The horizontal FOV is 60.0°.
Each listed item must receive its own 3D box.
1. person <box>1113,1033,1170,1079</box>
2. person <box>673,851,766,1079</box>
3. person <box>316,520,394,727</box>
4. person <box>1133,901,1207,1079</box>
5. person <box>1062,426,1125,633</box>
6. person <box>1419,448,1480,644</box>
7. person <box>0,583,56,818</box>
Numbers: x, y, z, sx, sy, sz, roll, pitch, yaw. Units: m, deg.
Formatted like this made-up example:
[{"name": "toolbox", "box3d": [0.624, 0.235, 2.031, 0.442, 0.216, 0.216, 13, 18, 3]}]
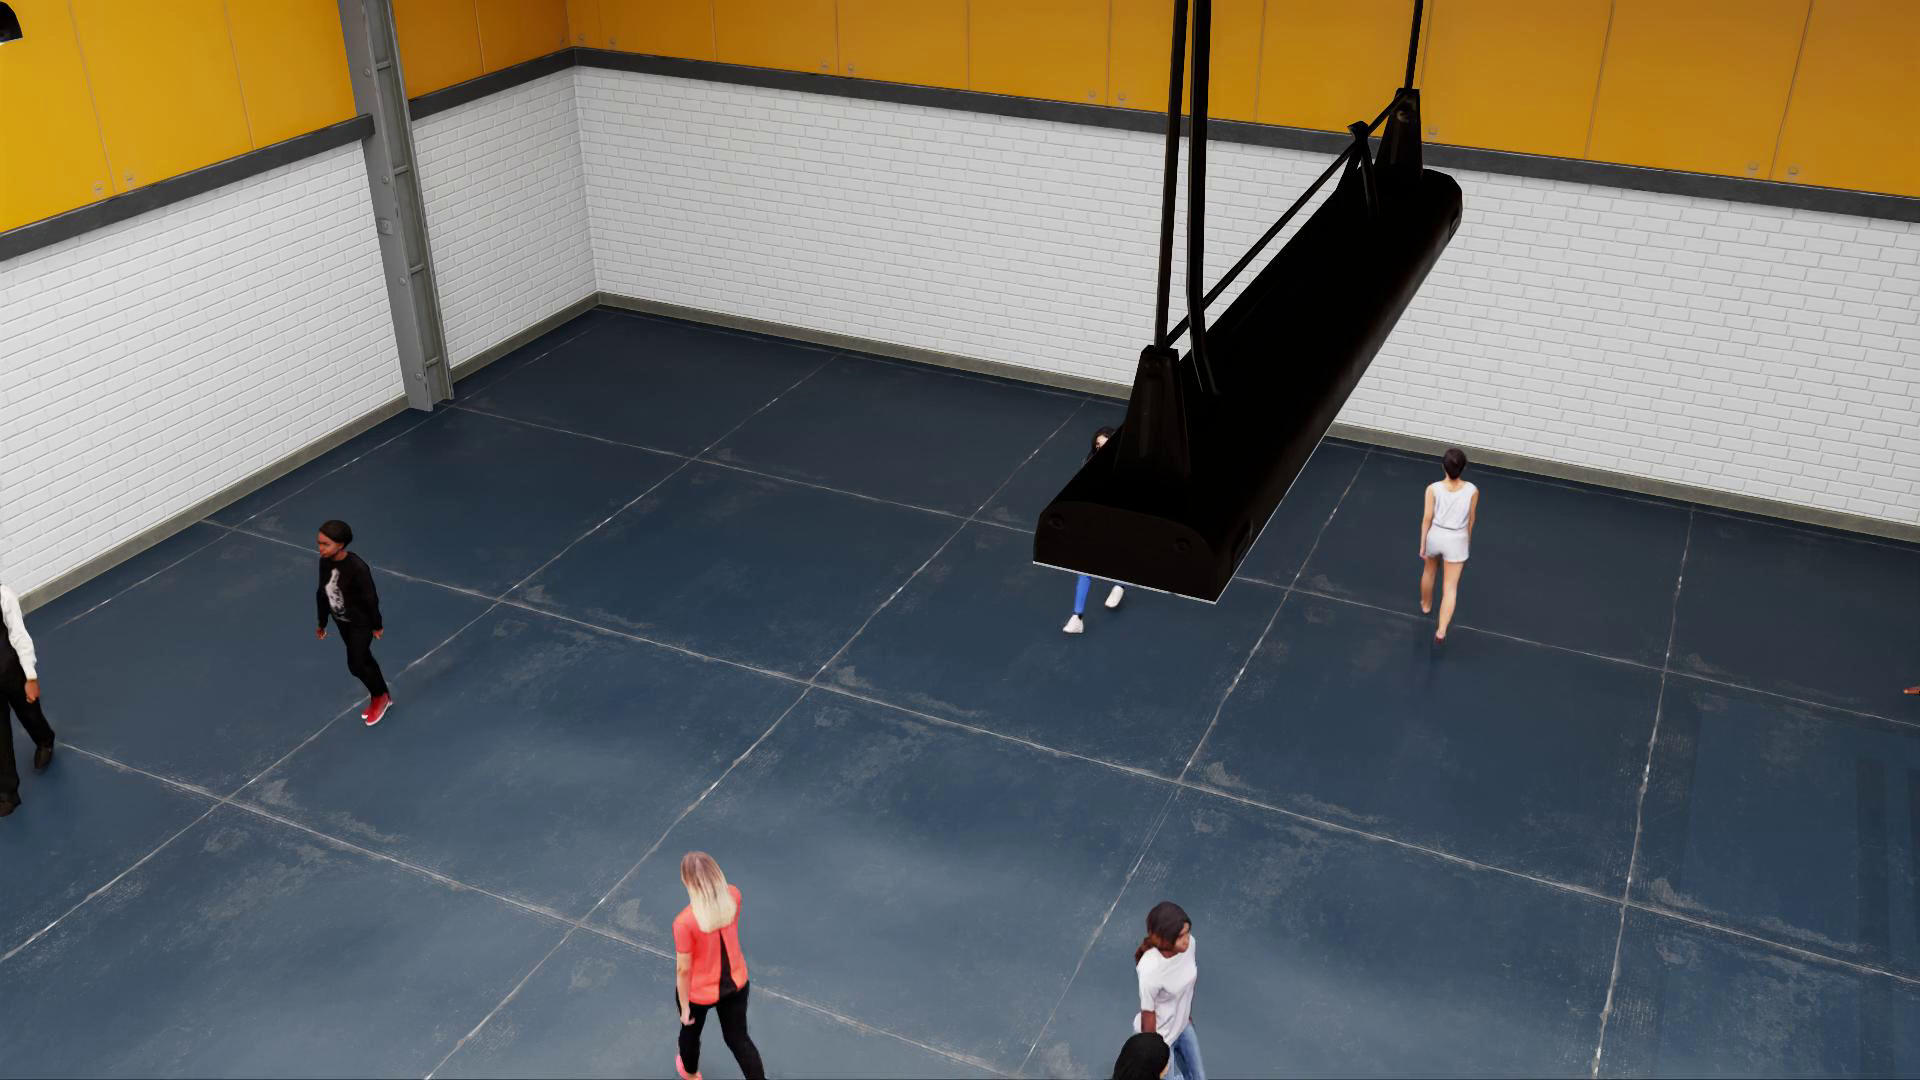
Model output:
[{"name": "person", "box3d": [0.725, 2.968, 7.701, 0.842, 1.683, 0.741, 1, 29, 2]}, {"name": "person", "box3d": [-1.230, 2.400, 8.767, 1.054, 1.659, 0.947, -25, 37, -37]}, {"name": "person", "box3d": [-4.360, 0.551, 12.155, 0.624, 1.661, 0.620, 16, 32, 27]}, {"name": "person", "box3d": [0.984, 2.509, 8.510, 0.746, 1.713, 0.669, 21, 35, 33]}, {"name": "person", "box3d": [1.223, -0.125, 13.349, 0.748, 1.704, 1.196, 16, 33, 27]}, {"name": "person", "box3d": [3.845, 0.066, 13.136, 0.656, 1.573, 1.068, 9, 30, 15]}, {"name": "person", "box3d": [-6.535, 0.858, 11.375, 1.204, 1.869, 1.351, -6, 29, -11]}]
